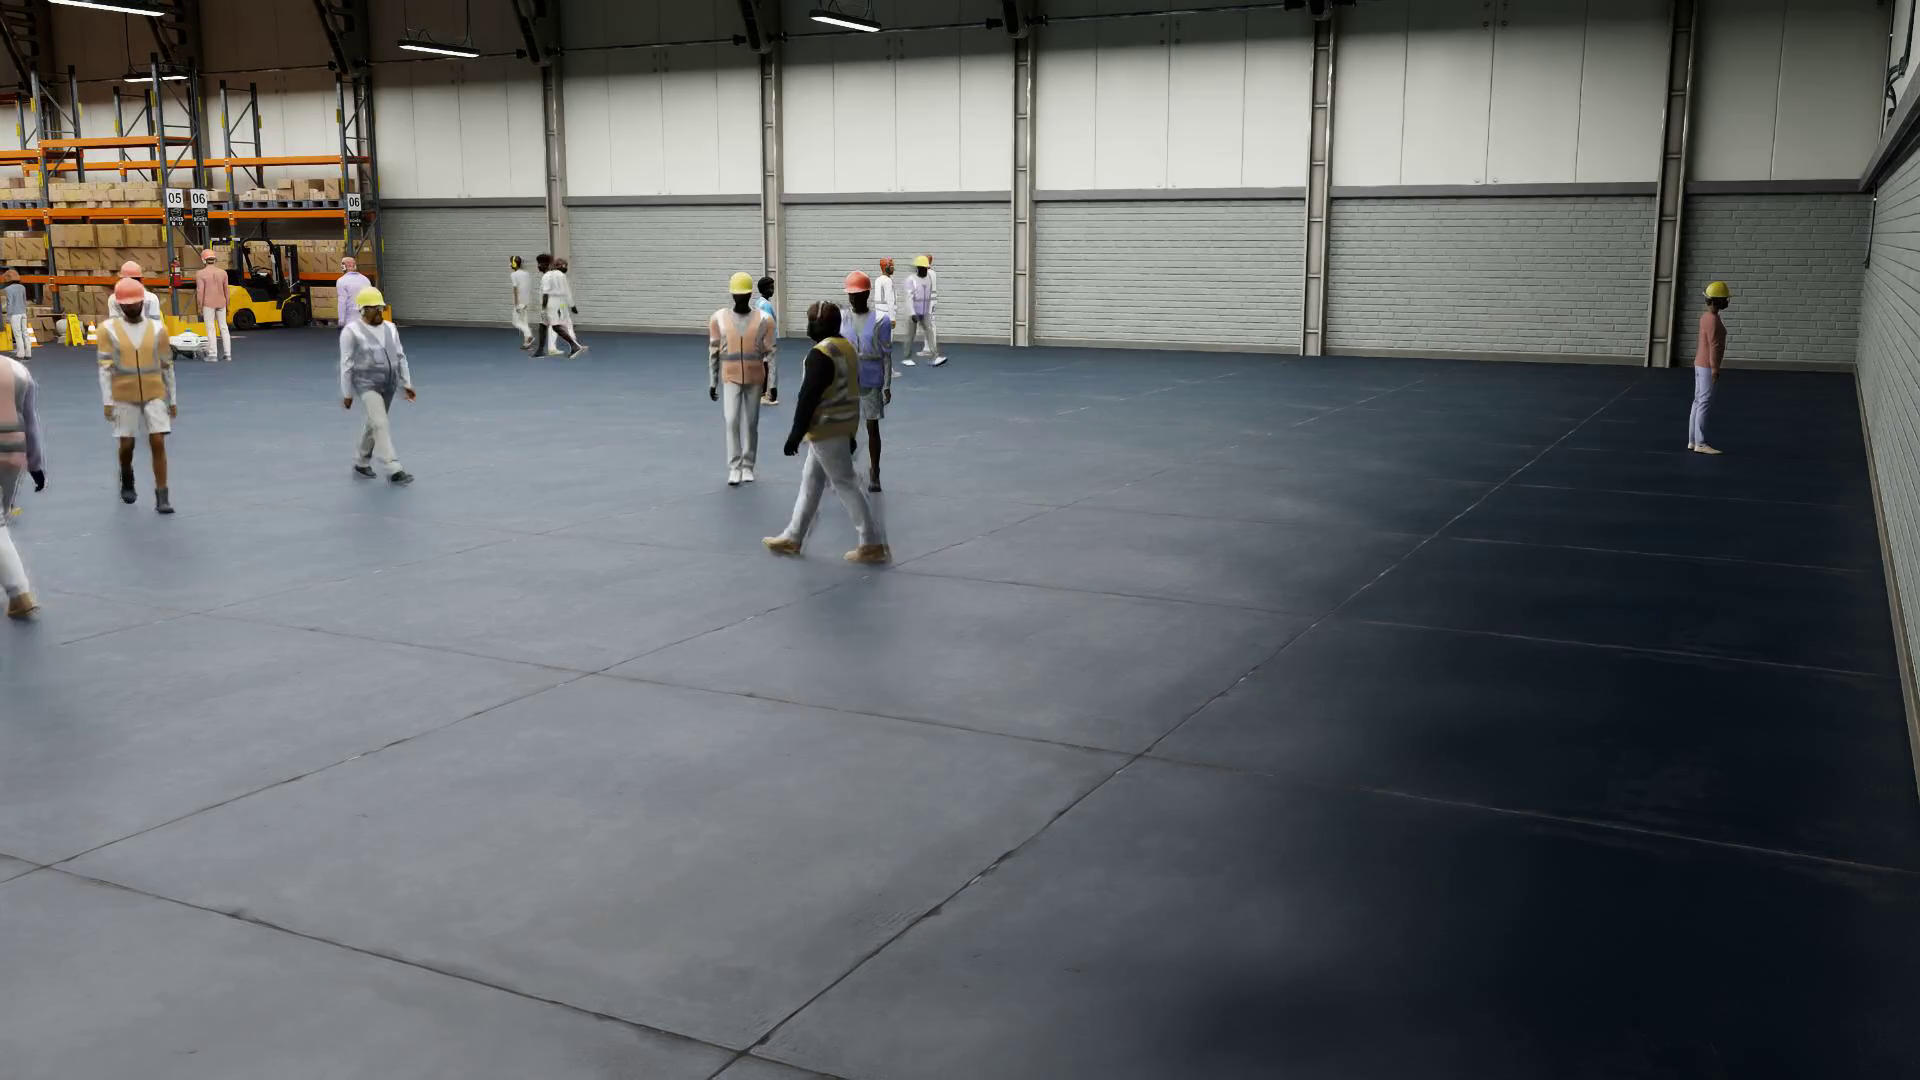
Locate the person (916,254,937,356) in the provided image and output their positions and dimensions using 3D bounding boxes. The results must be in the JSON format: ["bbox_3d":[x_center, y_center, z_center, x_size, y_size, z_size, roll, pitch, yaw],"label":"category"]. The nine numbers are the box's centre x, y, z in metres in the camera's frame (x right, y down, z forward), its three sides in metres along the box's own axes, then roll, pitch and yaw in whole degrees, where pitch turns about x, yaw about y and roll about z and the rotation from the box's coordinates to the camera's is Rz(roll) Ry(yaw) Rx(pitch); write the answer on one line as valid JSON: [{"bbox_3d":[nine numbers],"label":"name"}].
[{"bbox_3d":[-0.617,-4.382,31.072,0.356,1.882,0.574,4,11,19],"label":"person"}]

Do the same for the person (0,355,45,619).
[{"bbox_3d":[-5.766,-0.440,9.848,0.959,1.794,0.630,6,12,30],"label":"person"}]

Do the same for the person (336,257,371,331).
[{"bbox_3d":[-9.488,-3.458,25.989,0.401,1.899,0.649,5,12,26],"label":"person"}]

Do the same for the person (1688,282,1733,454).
[{"bbox_3d":[7.746,-1.772,17.160,0.311,1.768,0.522,2,11,12],"label":"person"}]

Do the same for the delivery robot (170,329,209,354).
[{"bbox_3d":[-13.908,-3.568,29.999,0.707,0.478,0.477,4,11,20],"label":"delivery robot"}]

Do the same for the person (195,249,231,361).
[{"bbox_3d":[-13.335,-4.183,29.677,0.397,1.992,0.621,7,13,34],"label":"person"}]

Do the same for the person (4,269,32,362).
[{"bbox_3d":[-16.798,-3.989,29.607,0.279,1.634,0.498,1,10,4],"label":"person"}]

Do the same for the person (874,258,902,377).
[{"bbox_3d":[-1.167,-3.527,26.406,0.355,1.883,0.574,-5,11,-24],"label":"person"}]

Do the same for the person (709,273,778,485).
[{"bbox_3d":[-1.936,-1.424,14.887,0.617,1.892,0.857,-1,10,-7],"label":"person"}]

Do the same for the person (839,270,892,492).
[{"bbox_3d":[-0.871,-1.376,14.530,0.551,1.935,0.375,1,10,6],"label":"person"}]

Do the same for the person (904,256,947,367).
[{"bbox_3d":[-0.647,-3.896,28.442,0.596,1.874,0.994,-8,13,-38],"label":"person"}]

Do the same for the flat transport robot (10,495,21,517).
[{"bbox_3d":[-8.135,-0.228,12.815,1.431,0.197,0.652,0,10,1],"label":"flat transport robot"}]

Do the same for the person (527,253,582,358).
[{"bbox_3d":[-7.410,-4.262,30.339,0.992,1.923,0.607,-1,10,-5],"label":"person"}]

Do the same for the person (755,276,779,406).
[{"bbox_3d":[-2.577,-2.632,22.025,0.319,1.698,0.539,-4,11,-19],"label":"person"}]

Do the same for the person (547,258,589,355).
[{"bbox_3d":[-7.417,-4.396,31.364,0.875,1.797,0.653,-4,11,-20],"label":"person"}]

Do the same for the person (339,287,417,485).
[{"bbox_3d":[-5.305,-1.404,15.127,0.949,1.787,0.591,6,12,28],"label":"person"}]

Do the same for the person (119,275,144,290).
[{"bbox_3d":[-13.433,-3.553,26.931,0.743,1.728,0.548,0,10,2],"label":"person"}]

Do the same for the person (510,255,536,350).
[{"bbox_3d":[-8.560,-4.631,32.533,0.453,1.855,0.494,5,11,25],"label":"person"}]

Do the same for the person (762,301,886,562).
[{"bbox_3d":[-0.928,-0.741,11.479,0.951,1.799,0.634,2,11,12],"label":"person"}]

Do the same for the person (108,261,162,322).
[{"bbox_3d":[-9.537,-2.253,19.300,0.547,1.942,0.351,-3,11,-18],"label":"person"}]

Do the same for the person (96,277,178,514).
[{"bbox_3d":[-6.676,-1.176,13.529,0.592,1.913,0.638,-7,12,-33],"label":"person"}]
